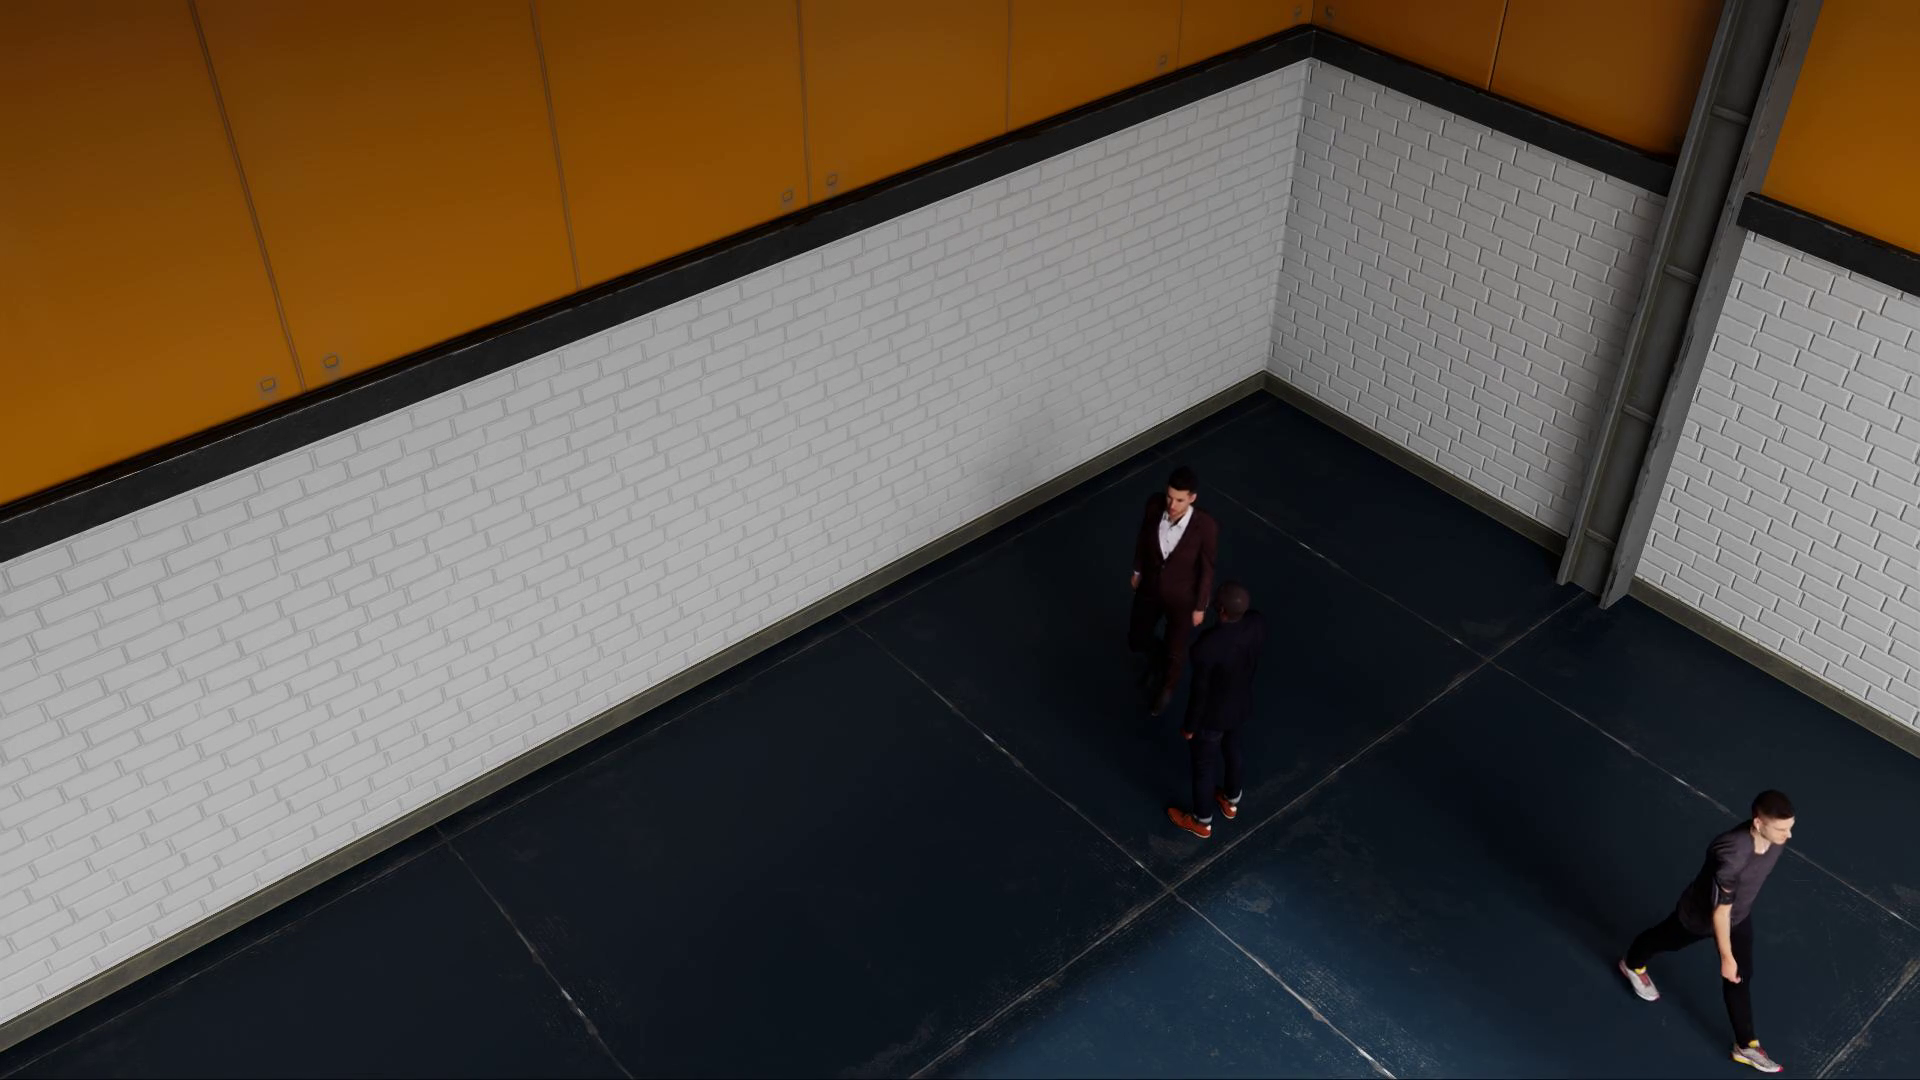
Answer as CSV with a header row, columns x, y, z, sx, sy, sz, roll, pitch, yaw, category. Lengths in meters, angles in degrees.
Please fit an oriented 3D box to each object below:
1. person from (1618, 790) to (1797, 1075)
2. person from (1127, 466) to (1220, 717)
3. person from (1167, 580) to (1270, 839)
x,y,z,sx,sy,sz,roll,pitch,yaw,category
3.708,1.828,8.341,0.835,1.709,1.234,-17,42,-20,person
1.324,0.247,10.205,0.715,1.854,0.861,23,44,26,person
1.469,0.949,9.356,0.684,1.817,0.595,-26,45,-28,person
